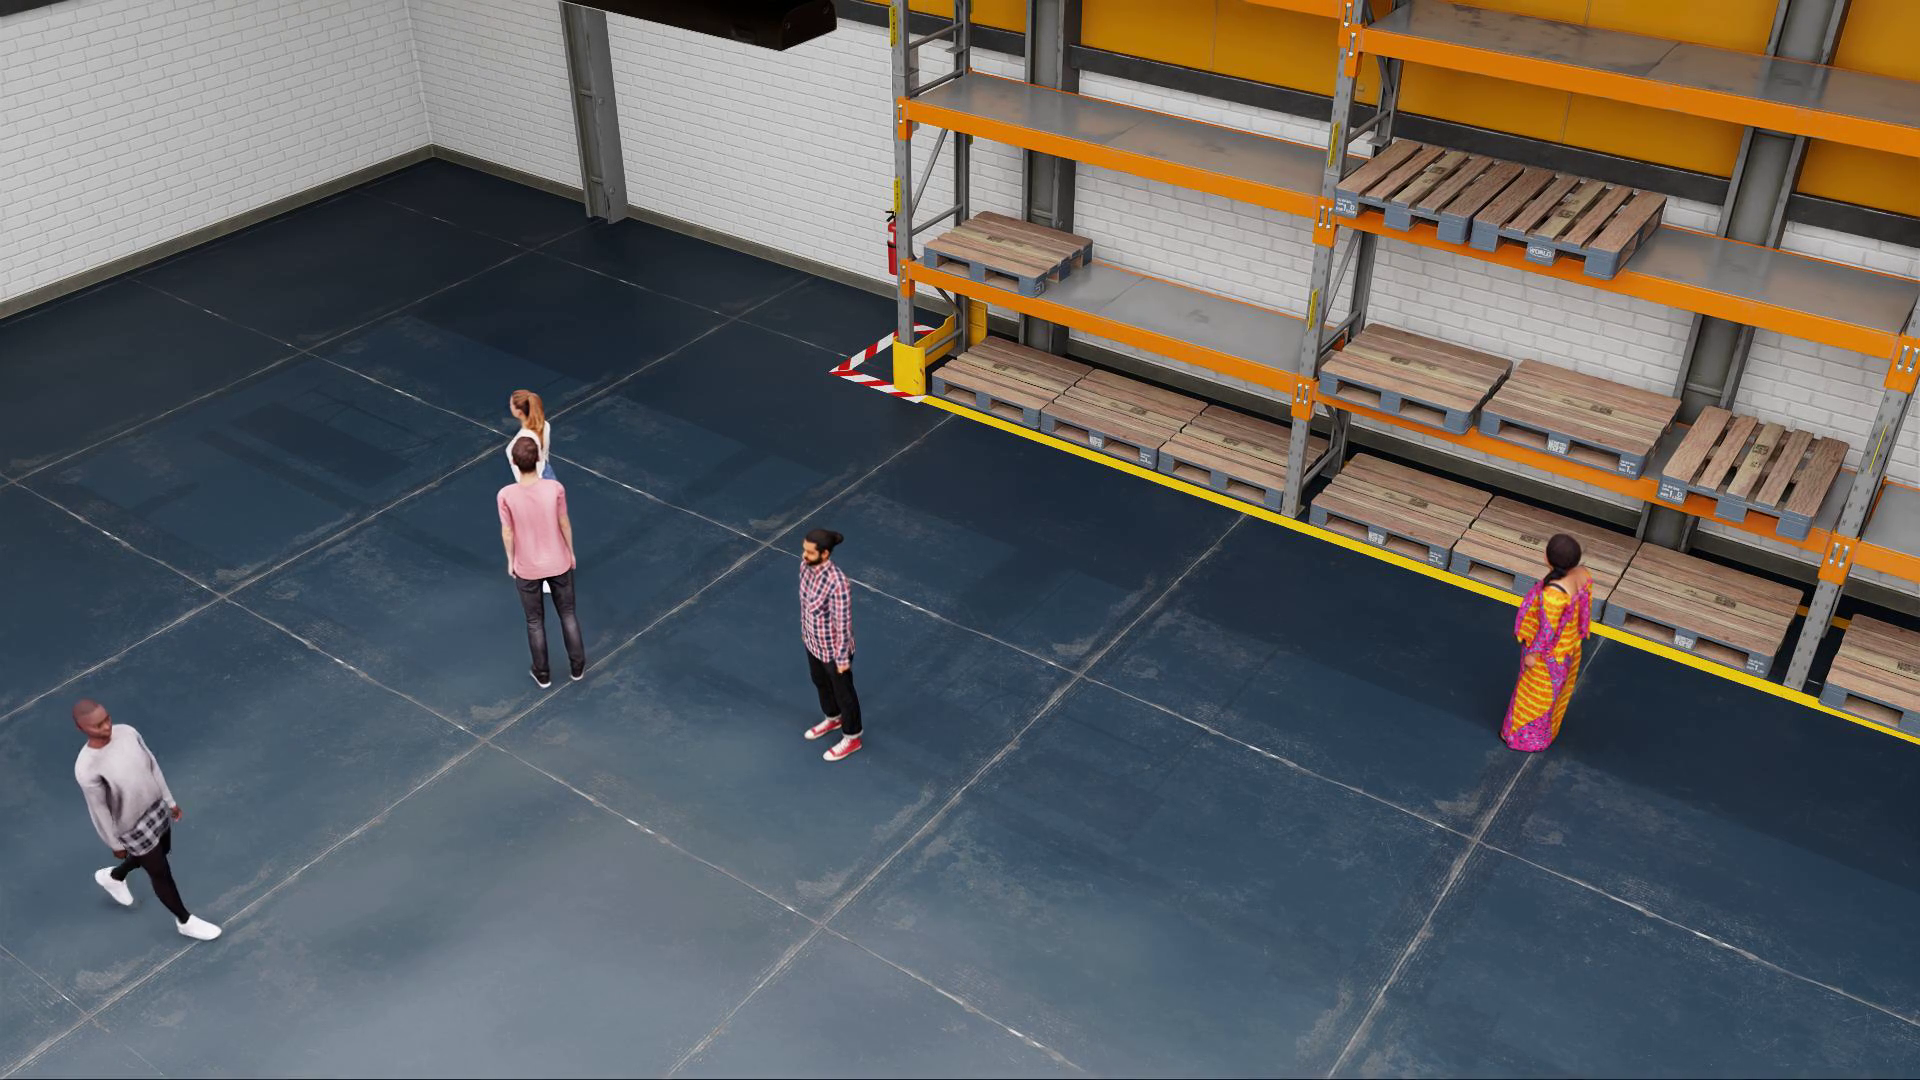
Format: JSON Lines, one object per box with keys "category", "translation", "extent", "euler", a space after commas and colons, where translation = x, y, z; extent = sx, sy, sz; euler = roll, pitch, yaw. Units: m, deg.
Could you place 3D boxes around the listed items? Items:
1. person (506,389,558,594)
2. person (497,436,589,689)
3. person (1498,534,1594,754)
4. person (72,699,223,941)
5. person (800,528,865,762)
{"category": "person", "translation": [-3.212, -0.383, 12.672], "extent": [0.664, 1.720, 0.681], "euler": [7, 34, 10]}
{"category": "person", "translation": [-2.925, 0.167, 11.630], "extent": [0.701, 1.958, 0.718], "euler": [-13, 36, -19]}
{"category": "person", "translation": [3.932, 0.655, 11.142], "extent": [0.672, 1.685, 0.657], "euler": [25, 41, 33]}
{"category": "person", "translation": [-4.845, 1.599, 9.659], "extent": [1.145, 1.756, 0.889], "euler": [7, 34, 11]}
{"category": "person", "translation": [-0.865, 0.663, 11.065], "extent": [0.812, 1.756, 0.642], "euler": [-22, 40, -30]}
